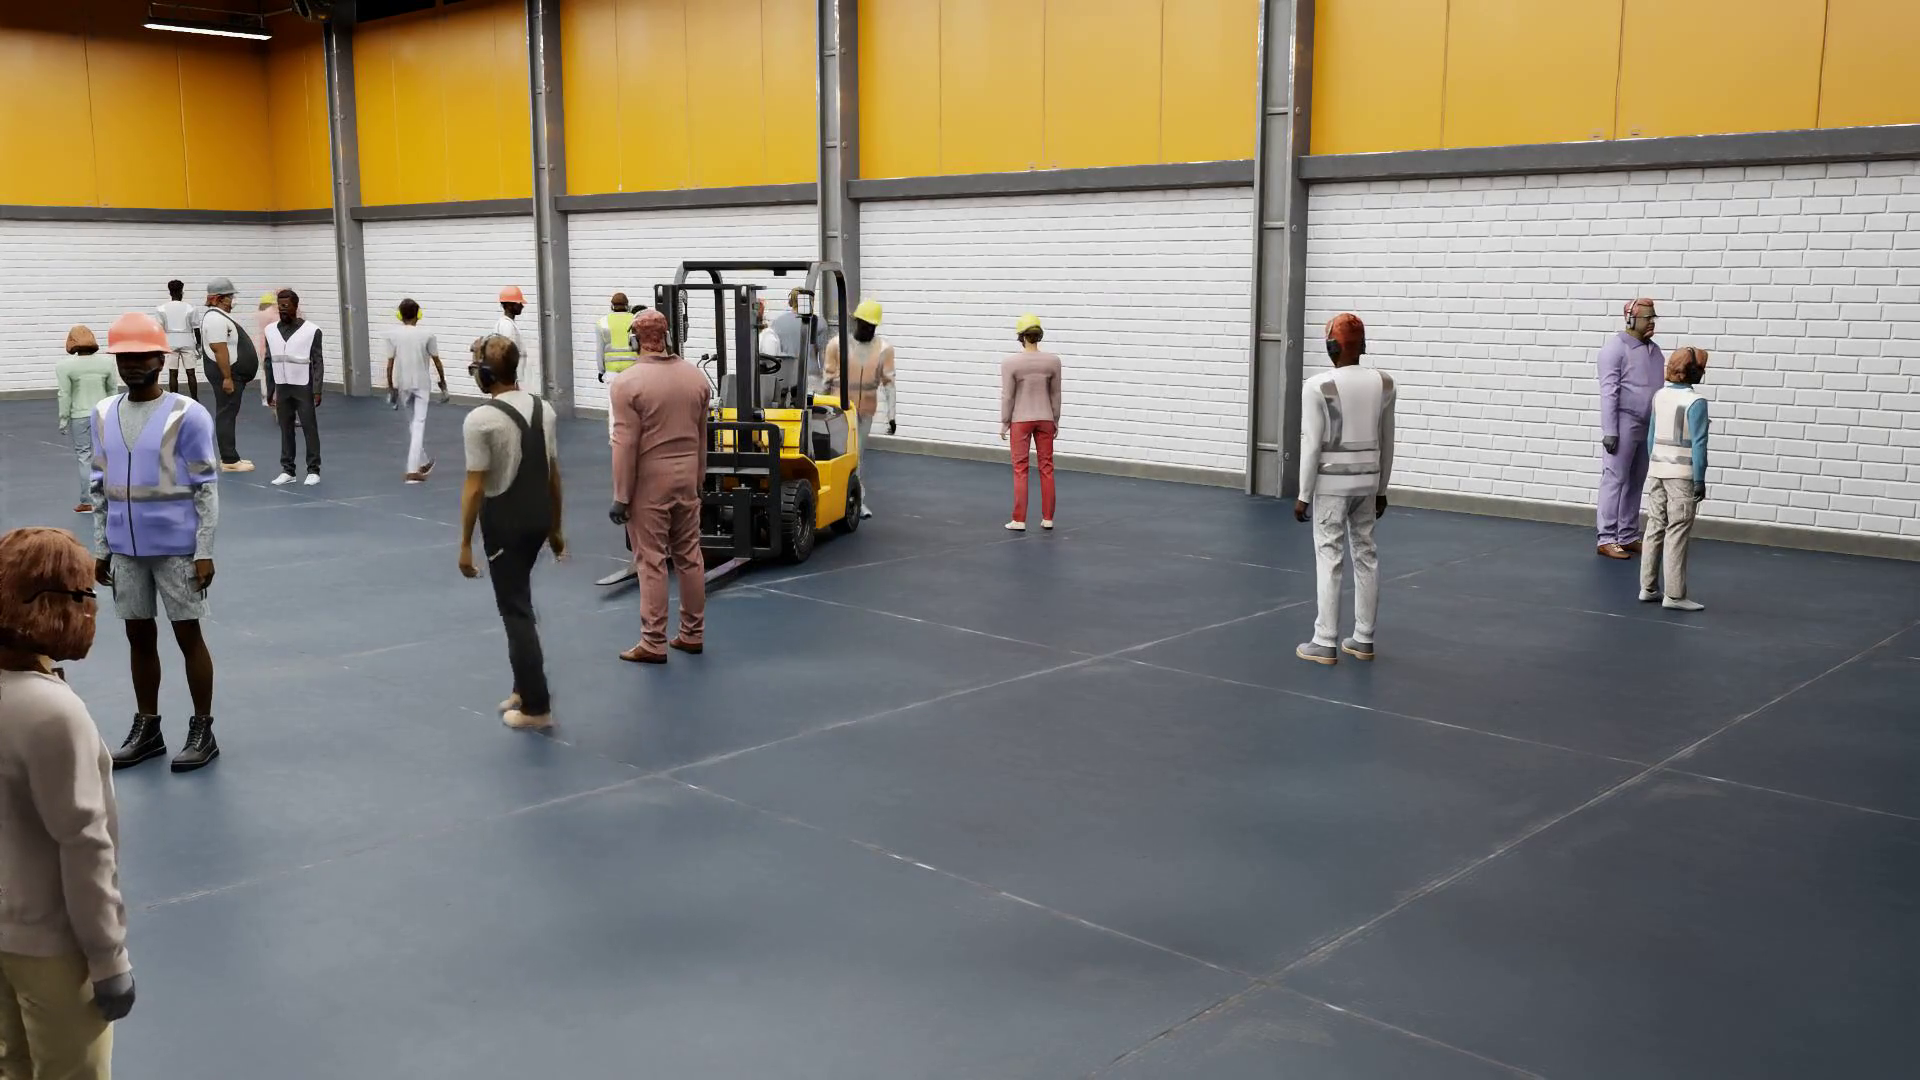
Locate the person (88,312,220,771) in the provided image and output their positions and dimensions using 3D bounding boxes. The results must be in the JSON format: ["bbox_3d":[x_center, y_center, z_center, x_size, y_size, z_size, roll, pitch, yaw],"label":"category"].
[{"bbox_3d":[-3.413,0.013,7.030,0.552,1.942,0.341,1,9,8],"label":"person"}]

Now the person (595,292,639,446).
[{"bbox_3d":[-4.046,-2.042,19.962,0.622,1.838,0.429,-2,9,-12],"label":"person"}]

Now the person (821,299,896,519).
[{"bbox_3d":[-0.855,-1.113,14.192,0.598,1.853,0.912,-4,10,-21],"label":"person"}]

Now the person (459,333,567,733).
[{"bbox_3d":[-2.083,-0.027,7.627,0.572,1.826,0.536,5,11,29],"label":"person"}]

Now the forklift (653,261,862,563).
[{"bbox_3d":[-1.552,-1.040,12.721,1.214,2.155,2.313,2,9,11],"label":"forklift"}]

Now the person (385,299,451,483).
[{"bbox_3d":[-5.444,-1.506,16.740,0.533,1.814,0.973,0,9,3],"label":"person"}]

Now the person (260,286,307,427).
[{"bbox_3d":[-8.985,-2.443,22.242,0.420,1.887,0.683,7,11,35],"label":"person"}]

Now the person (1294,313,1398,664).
[{"bbox_3d":[2.063,-0.270,8.950,0.574,1.884,0.356,-4,10,-21],"label":"person"}]

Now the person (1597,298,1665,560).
[{"bbox_3d":[4.960,-0.820,12.248,0.643,1.909,0.410,-7,11,-35],"label":"person"}]

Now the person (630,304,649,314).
[{"bbox_3d":[-3.933,-2.062,20.529,0.367,1.684,0.551,1,9,4],"label":"person"}]

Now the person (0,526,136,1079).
[{"bbox_3d":[-1.775,0.782,3.261,0.498,1.633,0.280,8,12,39],"label":"person"}]

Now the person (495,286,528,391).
[{"bbox_3d":[-4.870,-1.796,18.141,0.372,1.934,0.551,-3,10,-18],"label":"person"}]

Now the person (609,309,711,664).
[{"bbox_3d":[-1.643,-0.286,8.989,0.401,1.905,0.642,8,12,39],"label":"person"}]

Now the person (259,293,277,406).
[{"bbox_3d":[-10.732,-2.964,25.896,0.324,1.743,0.490,-1,9,-7],"label":"person"}]

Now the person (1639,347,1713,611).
[{"bbox_3d":[4.478,-0.384,10.395,0.311,1.638,0.523,-2,9,-10],"label":"person"}]

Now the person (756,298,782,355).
[{"bbox_3d":[-1.825,-1.300,15.348,0.446,1.857,0.616,-5,11,-29],"label":"person"}]

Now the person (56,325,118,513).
[{"bbox_3d":[-7.580,-1.049,14.488,0.286,1.633,0.497,8,12,41],"label":"person"}]

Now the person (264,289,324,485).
[{"bbox_3d":[-6.546,-1.498,16.375,0.591,1.919,0.392,1,9,5],"label":"person"}]

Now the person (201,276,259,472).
[{"bbox_3d":[-7.672,-1.746,17.515,0.538,2.000,0.683,-4,10,-24],"label":"person"}]

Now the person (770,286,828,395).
[{"bbox_3d":[-1.696,-1.736,17.767,0.632,1.940,0.372,1,9,5],"label":"person"}]

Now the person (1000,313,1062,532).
[{"bbox_3d":[0.571,-0.947,13.467,0.524,1.768,0.312,-3,10,-19],"label":"person"}]

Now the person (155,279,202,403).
[{"bbox_3d":[-11.568,-2.873,24.658,0.613,1.962,0.361,-4,10,-21],"label":"person"}]
